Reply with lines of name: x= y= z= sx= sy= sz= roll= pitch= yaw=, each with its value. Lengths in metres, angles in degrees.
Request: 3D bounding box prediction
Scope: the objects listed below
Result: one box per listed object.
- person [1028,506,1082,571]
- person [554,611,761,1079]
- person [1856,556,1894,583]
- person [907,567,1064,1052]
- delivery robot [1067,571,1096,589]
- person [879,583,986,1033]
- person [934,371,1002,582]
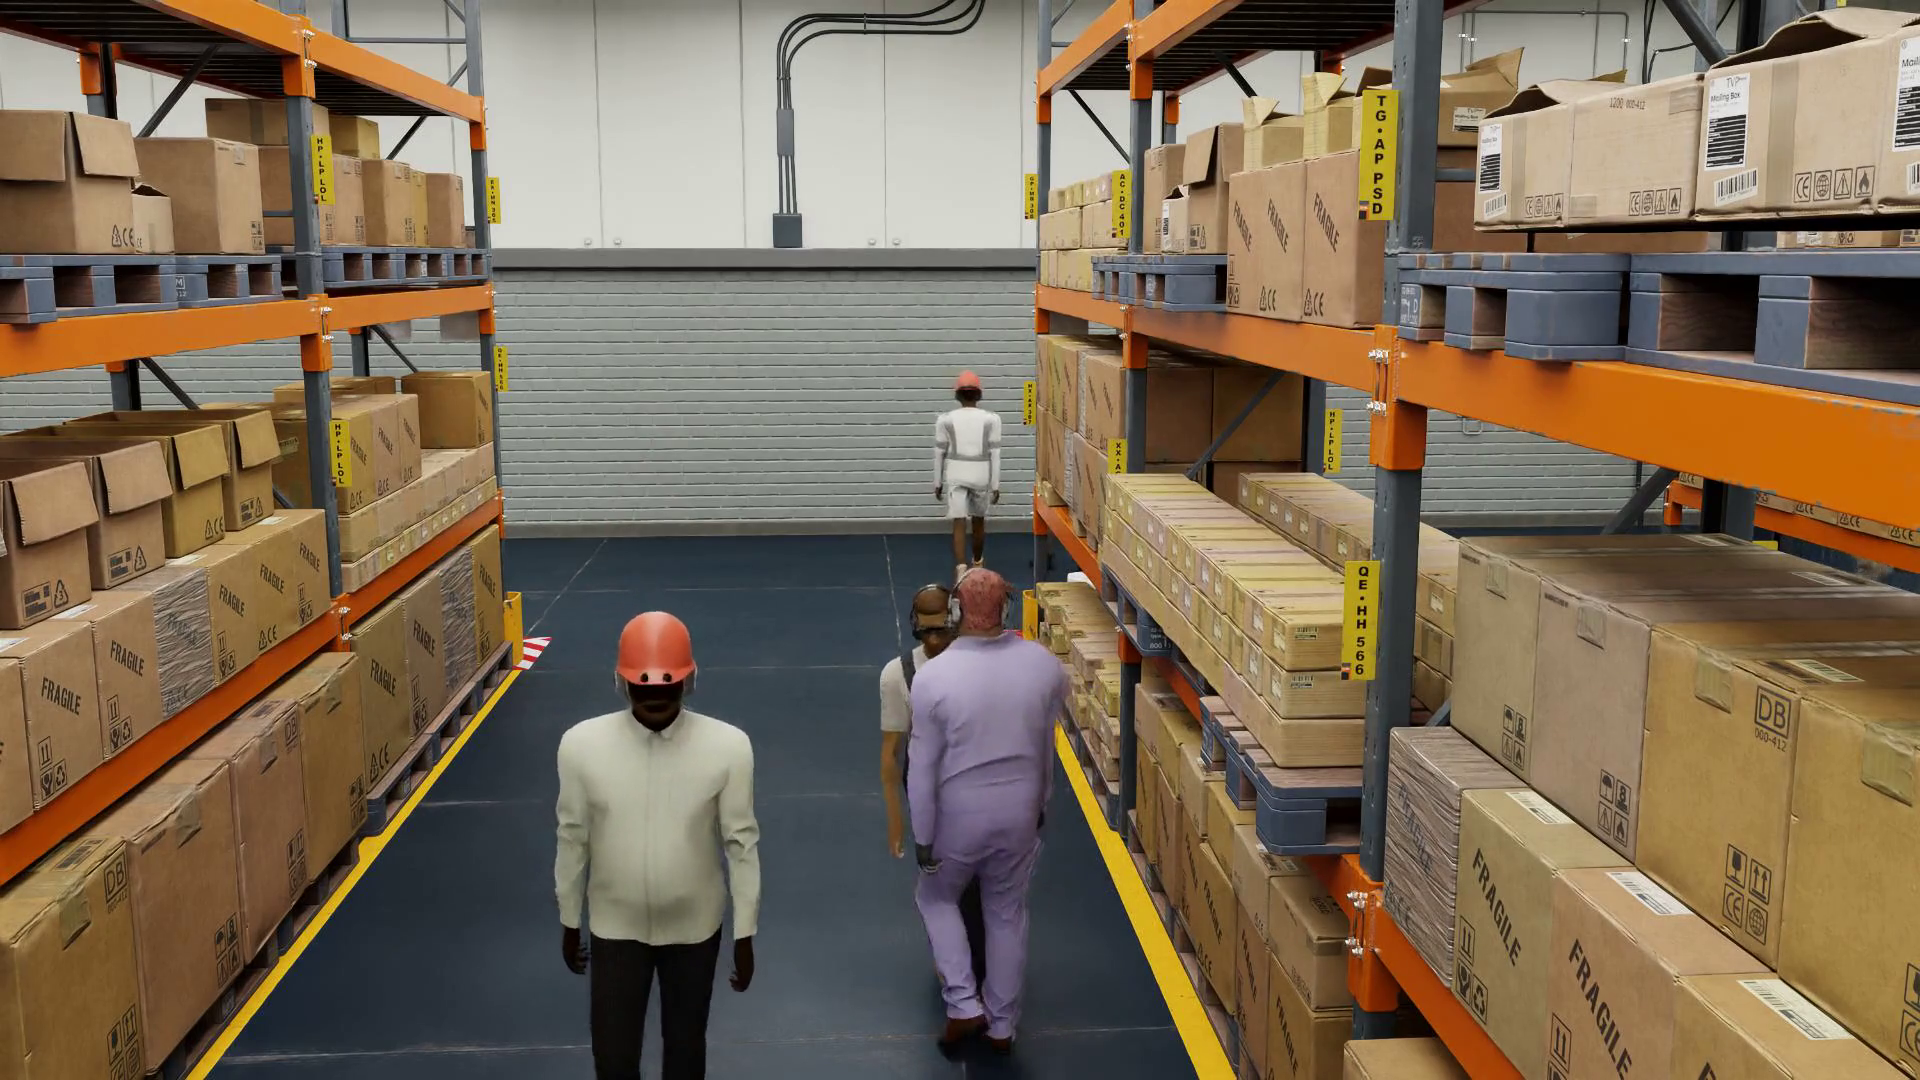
person: x=0.914 y=-0.594 z=15.946 sx=0.582 sy=1.889 sz=0.701 roll=-8 pitch=12 yaw=-38
person: x=-0.918 y=1.196 z=5.066 sx=0.632 sy=1.974 sz=0.659 roll=-2 pitch=10 yaw=-10
person: x=7.413 y=-0.065 z=13.571 sx=0.520 sy=1.621 sz=0.423 roll=-9 pitch=13 yaw=-44
person: x=0.075 y=1.035 z=6.342 sx=0.641 sy=1.880 sz=0.427 roll=-4 pitch=10 yaw=-22
delivery robot: x=1.186 y=0.409 z=13.627 sx=0.477 sy=0.478 sz=0.707 roll=-6 pitch=11 yaw=-30
person: x=-0.053 y=1.033 z=6.607 sx=0.529 sy=1.782 sz=0.839 roll=-2 pitch=10 yaw=-9
person: x=0.072 y=-0.553 z=15.404 sx=0.626 sy=2.011 sz=0.983 roll=0 pitch=10 yaw=1
